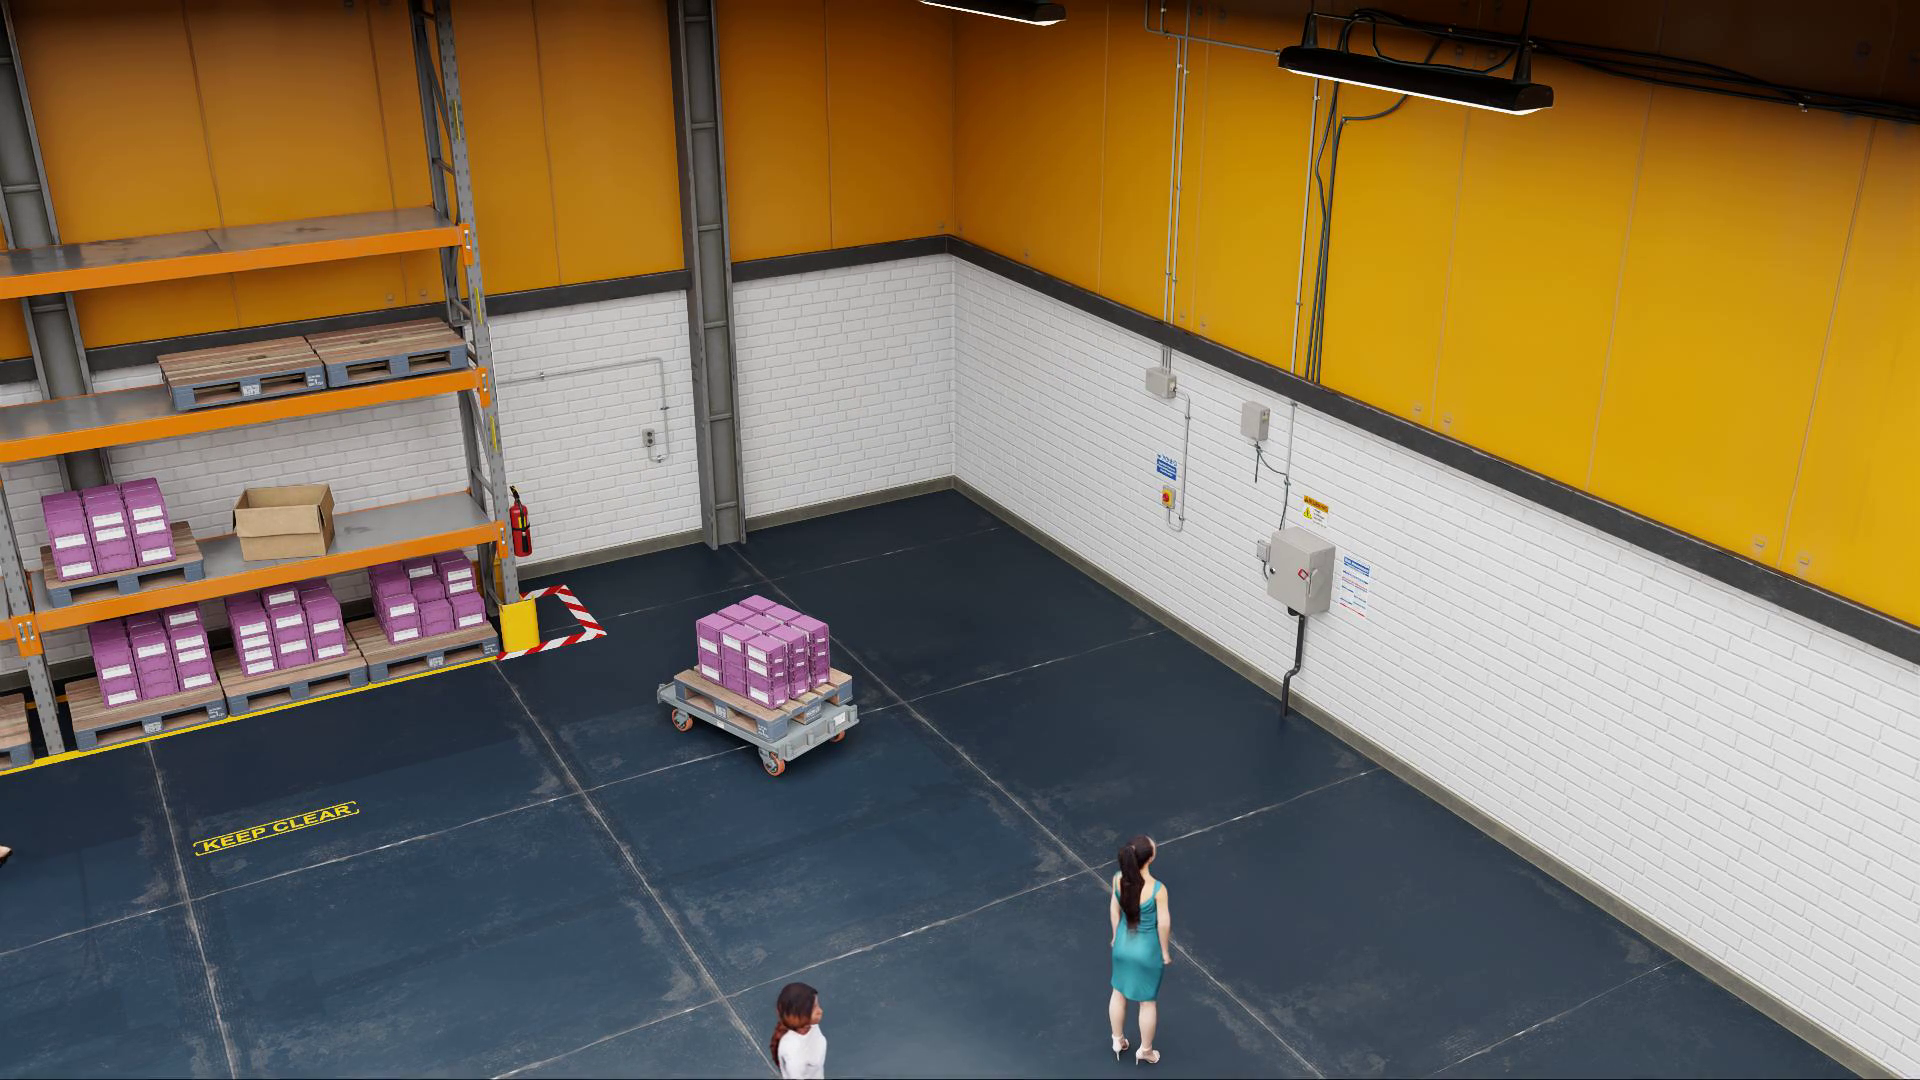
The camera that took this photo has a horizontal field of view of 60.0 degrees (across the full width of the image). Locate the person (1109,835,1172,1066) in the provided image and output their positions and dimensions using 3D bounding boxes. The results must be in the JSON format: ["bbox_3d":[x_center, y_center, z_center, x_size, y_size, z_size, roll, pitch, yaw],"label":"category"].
[{"bbox_3d":[1.112,2.565,10.419,0.626,1.685,0.631,14,27,29],"label":"person"}]

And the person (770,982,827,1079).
[{"bbox_3d":[-0.854,3.131,9.083,0.679,1.719,0.663,1,24,3],"label":"person"}]
